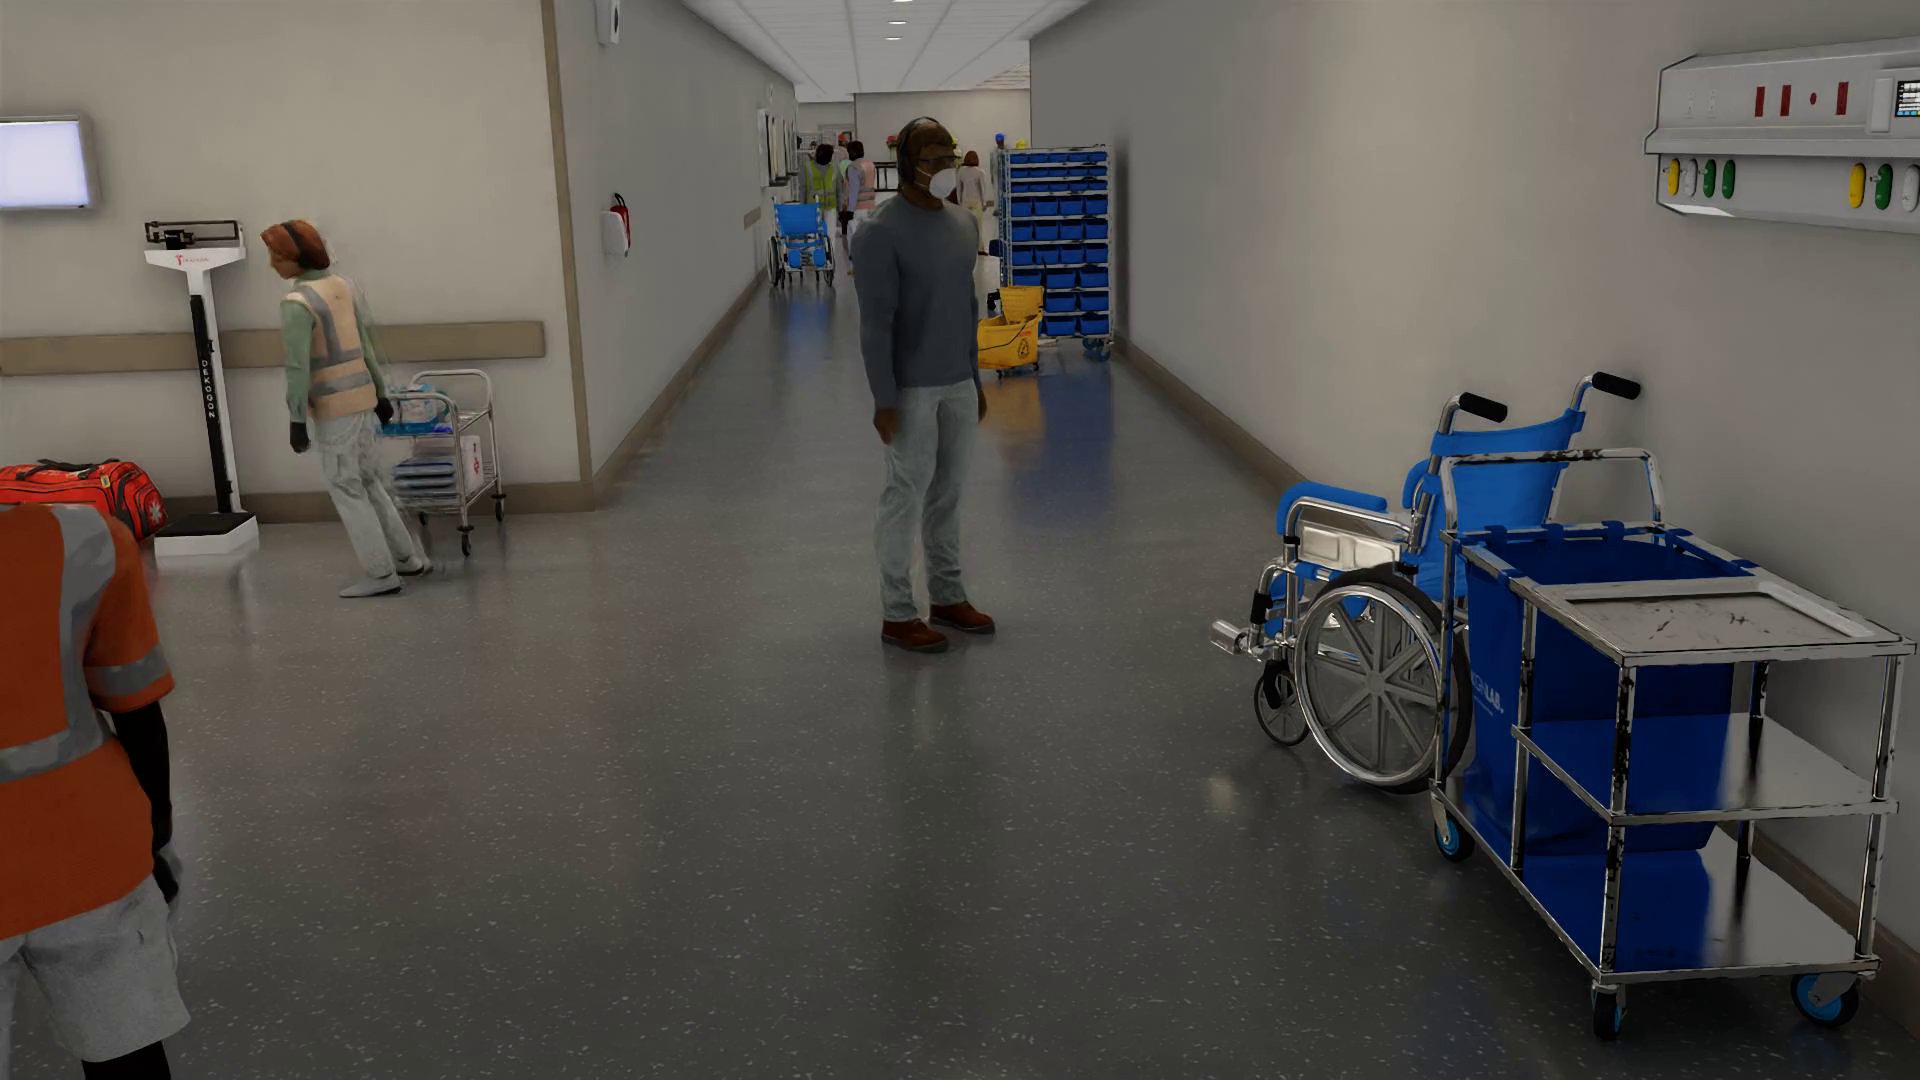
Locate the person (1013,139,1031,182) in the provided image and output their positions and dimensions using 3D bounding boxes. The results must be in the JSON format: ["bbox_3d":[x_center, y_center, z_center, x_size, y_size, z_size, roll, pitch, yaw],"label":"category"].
[{"bbox_3d":[1.109,-6.244,29.691,0.533,1.765,0.318,-6,14,-18],"label":"person"}]

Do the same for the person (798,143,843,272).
[{"bbox_3d":[-1.965,-4.702,23.615,0.652,1.811,0.447,-7,15,-21],"label":"person"}]

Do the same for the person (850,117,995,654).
[{"bbox_3d":[-0.125,-0.562,6.128,0.358,1.937,0.635,9,17,38],"label":"person"}]

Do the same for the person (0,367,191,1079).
[{"bbox_3d":[-1.373,0.507,2.384,0.540,1.695,0.318,-14,19,-42],"label":"person"}]

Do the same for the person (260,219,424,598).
[{"bbox_3d":[-2.621,-0.538,6.996,0.408,1.606,0.540,-1,14,4],"label":"person"}]

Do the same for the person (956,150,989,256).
[{"bbox_3d":[0.191,-5.265,26.050,0.501,1.633,0.285,5,15,24],"label":"person"}]

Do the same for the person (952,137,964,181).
[{"bbox_3d":[-0.161,-9.010,41.067,0.404,1.833,0.590,10,18,40],"label":"person"}]

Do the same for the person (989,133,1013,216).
[{"bbox_3d":[1.008,-8.598,39.102,0.620,1.906,1.002,3,15,20],"label":"person"}]

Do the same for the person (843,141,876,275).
[{"bbox_3d":[-1.408,-4.624,23.186,0.429,1.837,0.621,5,15,24],"label":"person"}]

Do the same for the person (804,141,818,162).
[{"bbox_3d":[-3.477,-8.666,40.049,0.502,1.838,0.345,0,14,7],"label":"person"}]

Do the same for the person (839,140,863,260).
[{"bbox_3d":[-1.610,-5.295,25.961,0.564,1.838,0.388,6,16,29],"label":"person"}]

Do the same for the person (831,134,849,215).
[{"bbox_3d":[-2.923,-9.034,41.184,0.608,1.987,0.402,5,15,25],"label":"person"}]
